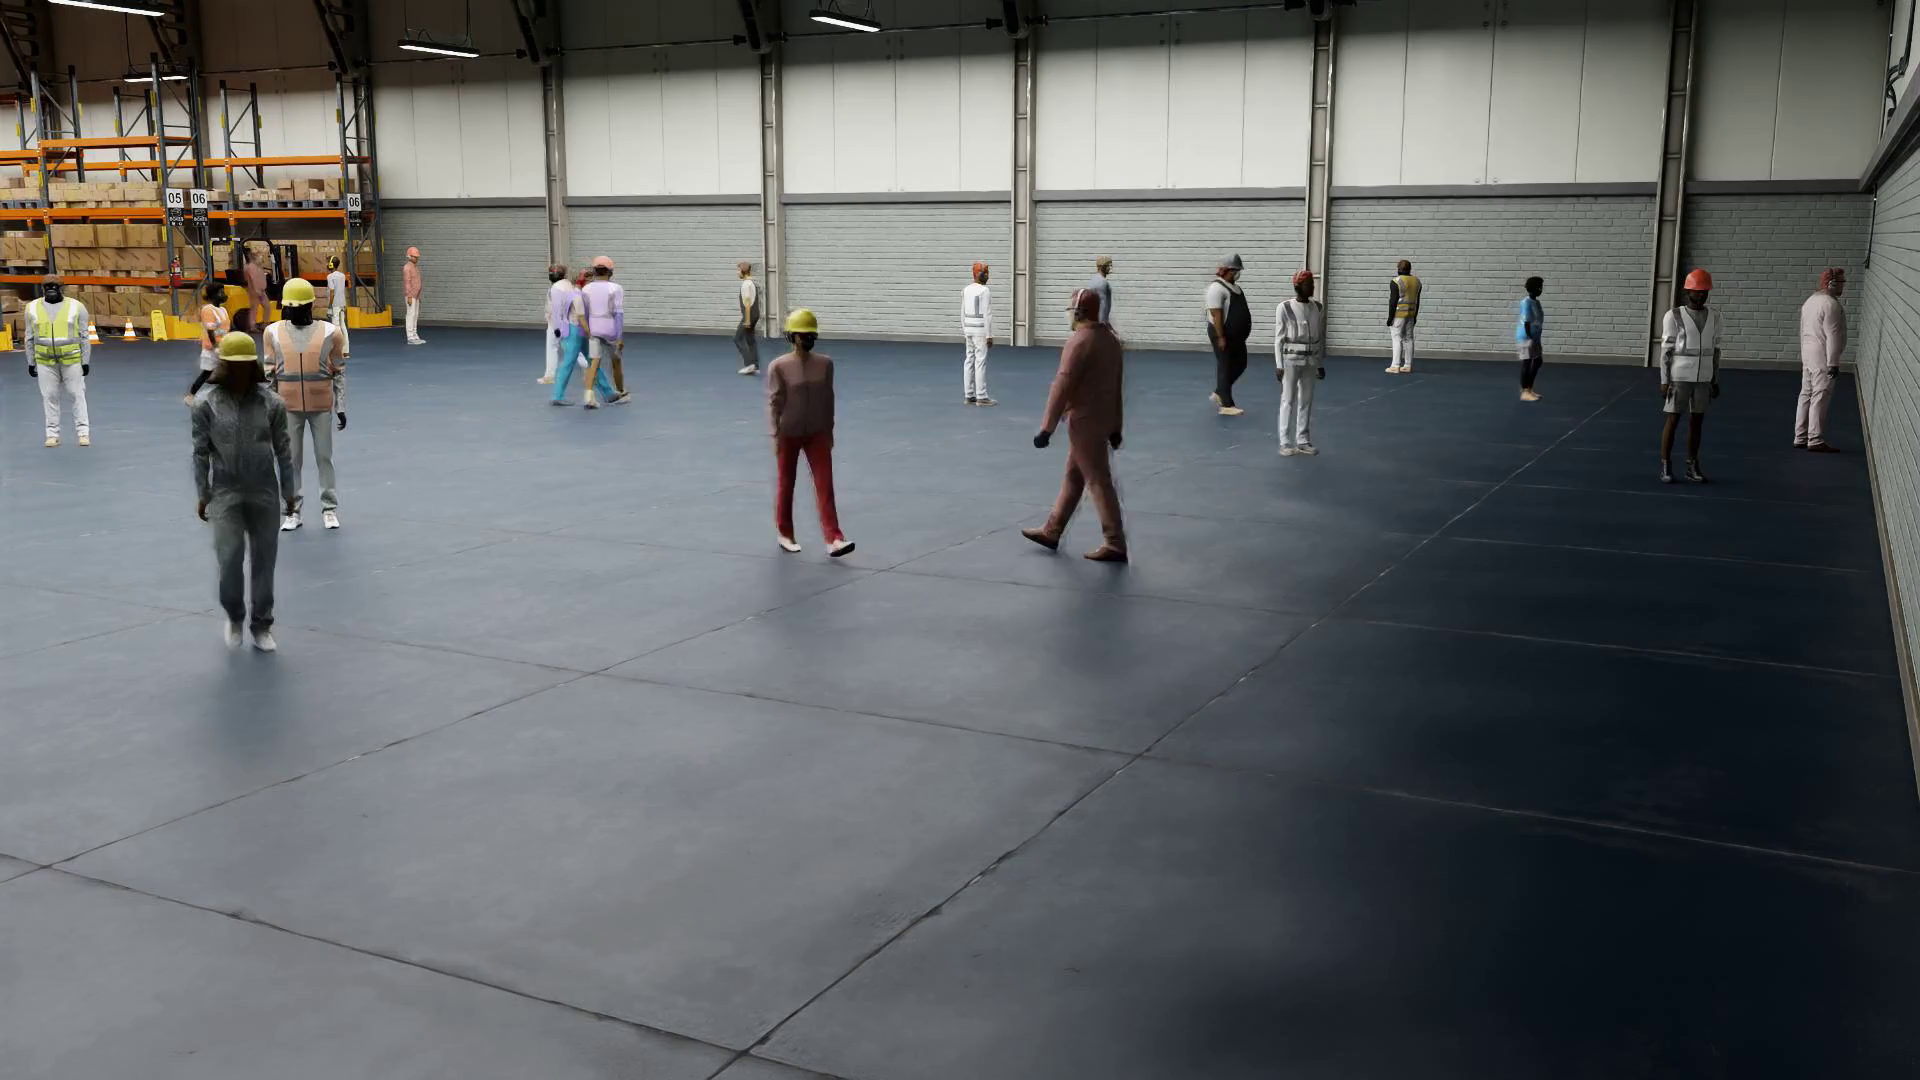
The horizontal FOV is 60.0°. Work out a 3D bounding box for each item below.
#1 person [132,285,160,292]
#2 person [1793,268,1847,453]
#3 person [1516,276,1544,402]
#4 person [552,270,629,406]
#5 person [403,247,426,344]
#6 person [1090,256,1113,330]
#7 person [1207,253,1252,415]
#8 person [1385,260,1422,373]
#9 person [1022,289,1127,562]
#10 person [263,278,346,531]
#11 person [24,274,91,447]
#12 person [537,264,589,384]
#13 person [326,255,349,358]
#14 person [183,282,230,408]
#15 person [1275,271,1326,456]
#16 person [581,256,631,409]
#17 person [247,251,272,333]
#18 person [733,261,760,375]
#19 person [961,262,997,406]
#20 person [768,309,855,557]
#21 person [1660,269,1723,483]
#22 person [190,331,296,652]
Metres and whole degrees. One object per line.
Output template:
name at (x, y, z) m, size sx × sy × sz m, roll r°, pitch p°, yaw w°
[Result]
person at (-19.511, -5.978, 39.845) m, size 1.013 × 1.851 × 0.666 m, roll 10°, pitch 15°, yaw 44°
person at (8.990, -1.869, 17.302) m, size 0.402 × 1.906 × 0.652 m, roll 1°, pitch 10°, yaw 3°
person at (7.738, -2.720, 22.536) m, size 0.358 × 1.698 × 0.544 m, roll 9°, pitch 13°, yaw 39°
person at (-4.927, -2.646, 21.861) m, size 1.005 × 1.782 × 0.564 m, roll 0°, pitch 10°, yaw -1°
person at (-11.288, -5.042, 34.370) m, size 0.392 × 1.991 × 0.612 m, roll 0°, pitch 10°, yaw 0°
person at (2.094, -3.245, 24.721) m, size 0.354 × 1.936 × 0.635 m, roll -1°, pitch 10°, yaw -4°
person at (3.388, -2.594, 20.887) m, size 0.536 × 2.000 × 0.689 m, roll 7°, pitch 13°, yaw 34°
person at (7.231, -3.656, 27.221) m, size 0.635 × 1.842 × 0.429 m, roll -6°, pitch 12°, yaw -29°
person at (0.787, -0.799, 11.565) m, size 0.951 × 1.860 × 0.665 m, roll 5°, pitch 12°, yaw 27°
person at (-4.983, -1.027, 12.681) m, size 0.584 × 1.918 × 0.381 m, roll -3°, pitch 11°, yaw -15°
person at (-9.573, -1.900, 17.676) m, size 0.629 × 1.837 × 0.429 m, roll -3°, pitch 11°, yaw -16°
person at (-5.984, -3.262, 25.136) m, size 0.838 × 1.817 × 0.628 m, roll 2°, pitch 11°, yaw 12°
person at (-11.389, -4.245, 30.348) m, size 0.328 × 1.876 × 0.514 m, roll 2°, pitch 11°, yaw 9°
person at (-9.538, -2.462, 21.210) m, size 0.849 × 1.662 × 0.530 m, roll 1°, pitch 10°, yaw 7°
person at (3.483, -1.800, 17.006) m, size 0.605 × 1.882 × 0.417 m, roll -5°, pitch 11°, yaw -23°
person at (-4.669, -2.711, 21.721) m, size 0.612 × 1.985 × 1.067 m, roll 2°, pitch 11°, yaw 12°
person at (-16.025, -5.669, 38.105) m, size 0.712 × 1.886 × 0.661 m, roll -1°, pitch 10°, yaw -4°
person at (-3.435, -3.549, 26.680) m, size 0.481 × 1.824 × 0.534 m, roll 1°, pitch 10°, yaw 5°
person at (0.238, -2.722, 22.008) m, size 0.359 × 1.886 × 0.573 m, roll -7°, pitch 12°, yaw -33°
person at (-1.057, -0.727, 11.537) m, size 0.549 × 1.719 × 0.894 m, roll -6°, pitch 12°, yaw -30°
person at (6.622, -1.473, 15.056) m, size 0.551 × 1.936 × 0.357 m, roll -1°, pitch 10°, yaw -3°
person at (-3.818, -0.249, 8.917) m, size 0.505 × 1.730 × 0.354 m, roll -7°, pitch 13°, yaw -35°
